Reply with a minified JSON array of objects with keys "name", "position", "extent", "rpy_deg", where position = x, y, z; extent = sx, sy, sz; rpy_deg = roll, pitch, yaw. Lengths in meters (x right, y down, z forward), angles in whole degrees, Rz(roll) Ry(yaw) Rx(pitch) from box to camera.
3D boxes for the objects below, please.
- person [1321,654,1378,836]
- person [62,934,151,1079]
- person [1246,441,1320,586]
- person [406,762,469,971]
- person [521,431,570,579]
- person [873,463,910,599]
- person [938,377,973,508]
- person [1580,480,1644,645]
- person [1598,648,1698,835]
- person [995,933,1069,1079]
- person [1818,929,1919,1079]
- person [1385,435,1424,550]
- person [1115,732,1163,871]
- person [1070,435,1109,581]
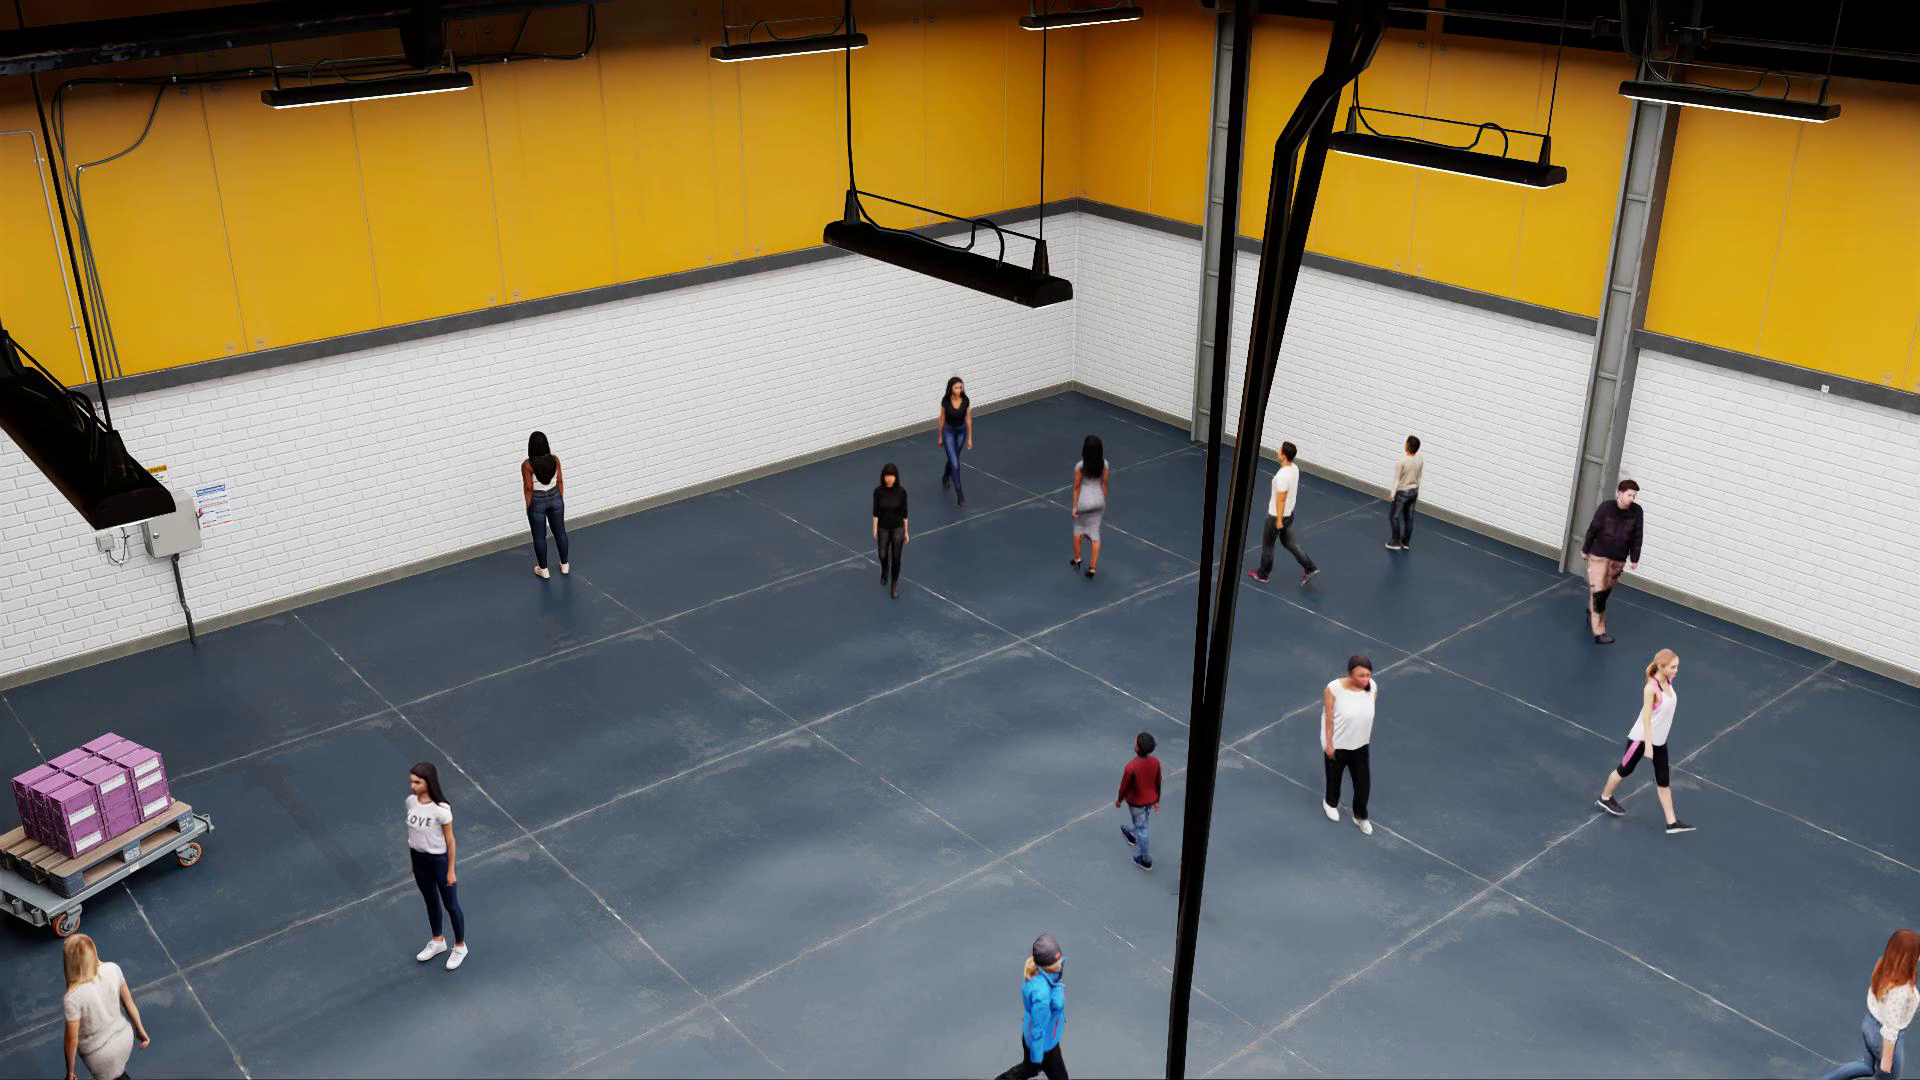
[{"name":"person","position":[3.432,1.745,14.846],"extent":[0.855,1.666,0.941],"rpy_deg":[-3,24,-7]},{"name":"person","position":[-5.507,3.391,10.929],"extent":[1.222,1.787,1.037],"rpy_deg":[7,25,16]},{"name":"person","position":[3.827,-0.281,19.337],"extent":[1.170,1.783,0.865],"rpy_deg":[14,27,29]},{"name":"person","position":[-4.090,2.512,12.955],"extent":[0.601,1.775,0.722],"rpy_deg":[10,25,21]},{"name":"person","position":[-4.893,-0.430,19.643],"extent":[0.674,1.810,0.647],"rpy_deg":[-13,27,-28]},{"name":"person","position":[-0.790,-0.156,19.236],"extent":[0.749,1.634,0.813],"rpy_deg":[0,24,0]},{"name":"person","position":[-0.097,-1.348,21.918],"extent":[0.899,1.671,1.311],"rpy_deg":[-7,25,-16]},{"name":"person","position":[7.075,0.162,18.215],"extent":[1.239,1.870,1.313],"rpy_deg":[4,24,8]},{"name":"person","position":[6.012,1.744,14.760],"extent":[0.626,1.738,1.106],"rpy_deg":[-19,30,-36]},{"name":"person","position":[0.448,3.333,11.093],"extent":[1.129,1.763,1.096],"rpy_deg":[-1,24,-1]},{"name":"person","position":[6.115,3.320,11.183],"extent":[0.995,1.715,0.873],"rpy_deg":[6,24,14]},{"name":"person","position":[5.470,-0.566,20.388],"extent":[0.638,1.461,0.619],"rpy_deg":[-10,25,-21]},{"name":"person","position":[1.592,2.253,14.228],"extent":[0.557,1.231,0.809],"rpy_deg":[-15,28,-30]},{"name":"person","position":[1.554,-0.349,19.514],"extent":[0.793,1.766,0.900],"rpy_deg":[-6,24,-13]}]
